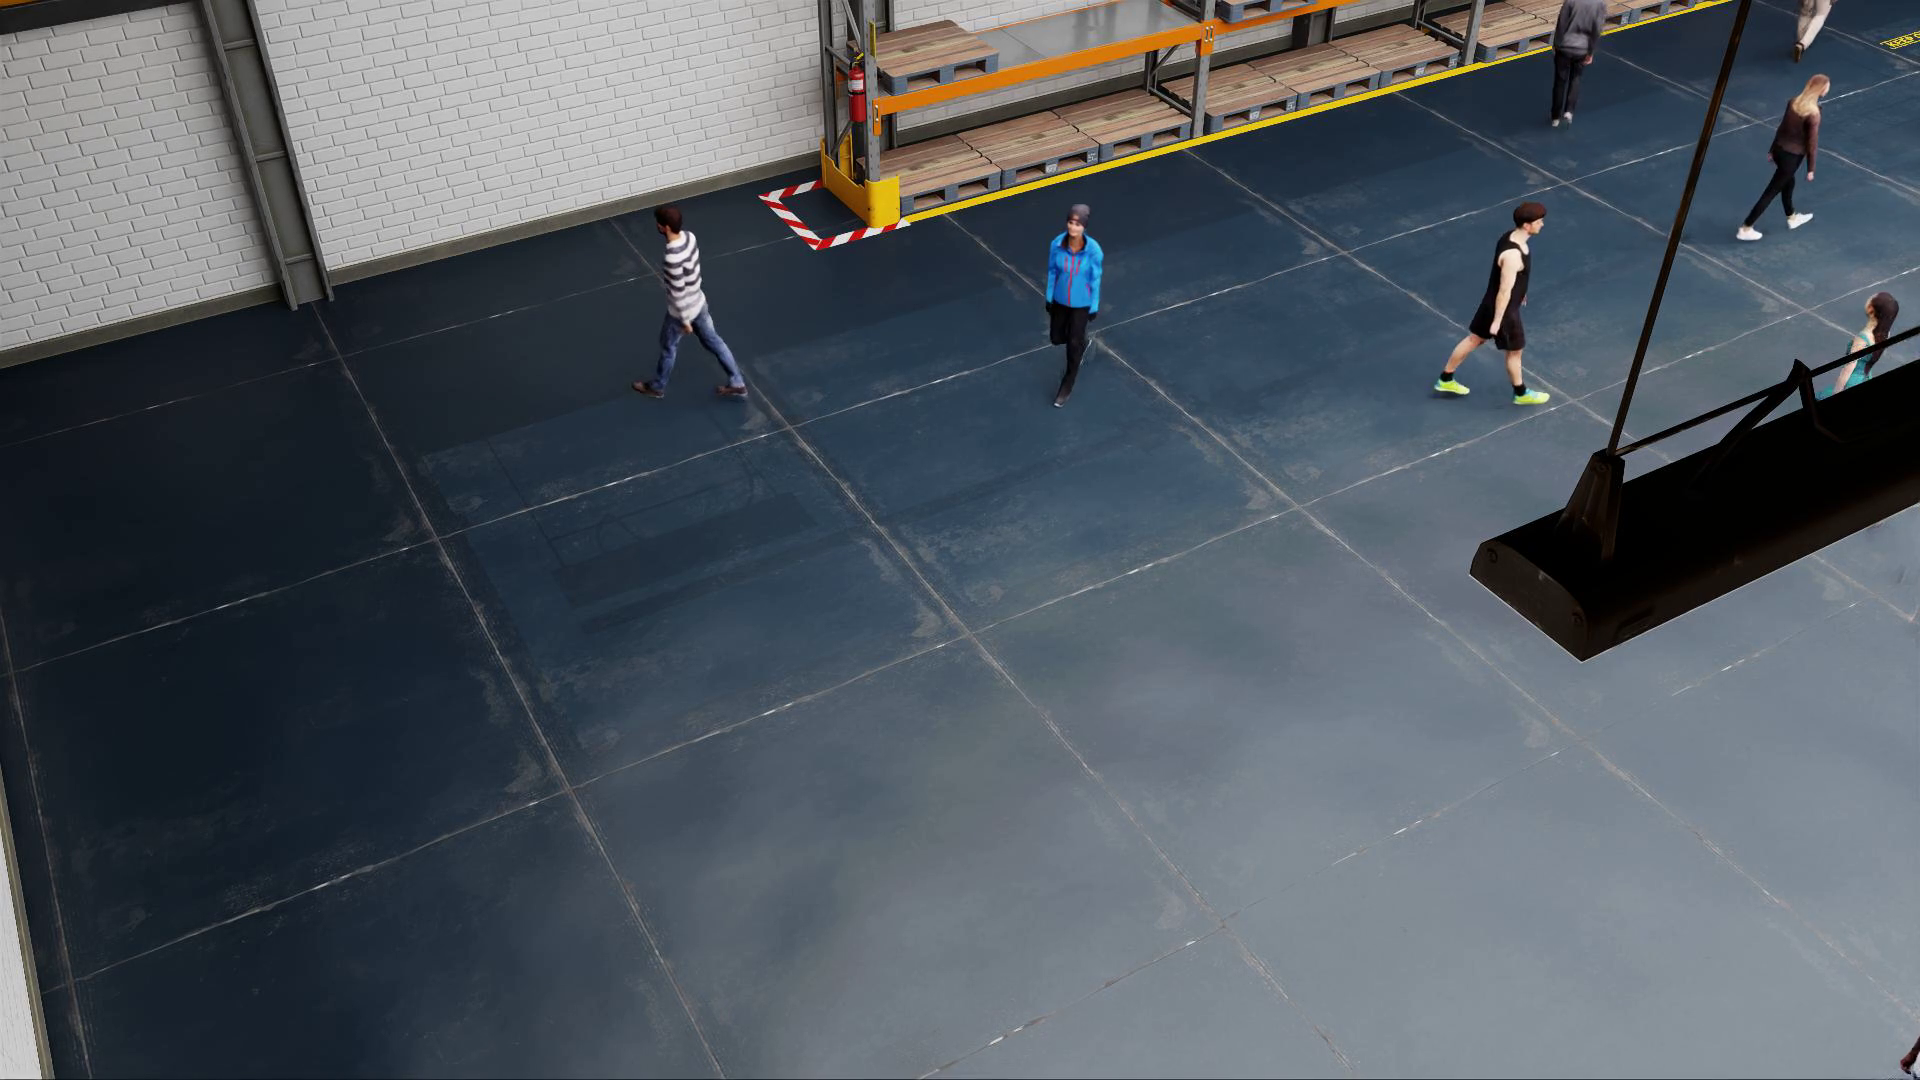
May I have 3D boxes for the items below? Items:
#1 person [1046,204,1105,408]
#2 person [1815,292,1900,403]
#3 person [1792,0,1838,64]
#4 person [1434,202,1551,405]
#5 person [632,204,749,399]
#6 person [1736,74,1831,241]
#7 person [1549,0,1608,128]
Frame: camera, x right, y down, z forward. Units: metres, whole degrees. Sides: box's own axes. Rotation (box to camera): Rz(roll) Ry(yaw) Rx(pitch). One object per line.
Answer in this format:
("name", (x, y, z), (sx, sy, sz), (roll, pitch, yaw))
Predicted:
("person", (0.965, -2.000, 13.841), (0.886, 1.785, 1.027), (20, 43, 23))
("person", (6.925, -1.115, 12.823), (0.543, 1.672, 0.640), (-20, 43, -23))
("person", (10.009, -6.454, 19.387), (0.890, 1.824, 1.109), (25, 45, 28))
("person", (4.378, -1.930, 13.706), (1.270, 1.844, 1.143), (6, 39, 7))
("person", (-2.157, -1.907, 13.714), (1.257, 1.798, 1.189), (9, 39, 11))
("person", (7.875, -3.636, 15.994), (1.143, 1.656, 0.910), (-4, 39, -5))
("person", (6.634, -5.282, 17.979), (0.799, 1.750, 0.859), (7, 39, 9))
